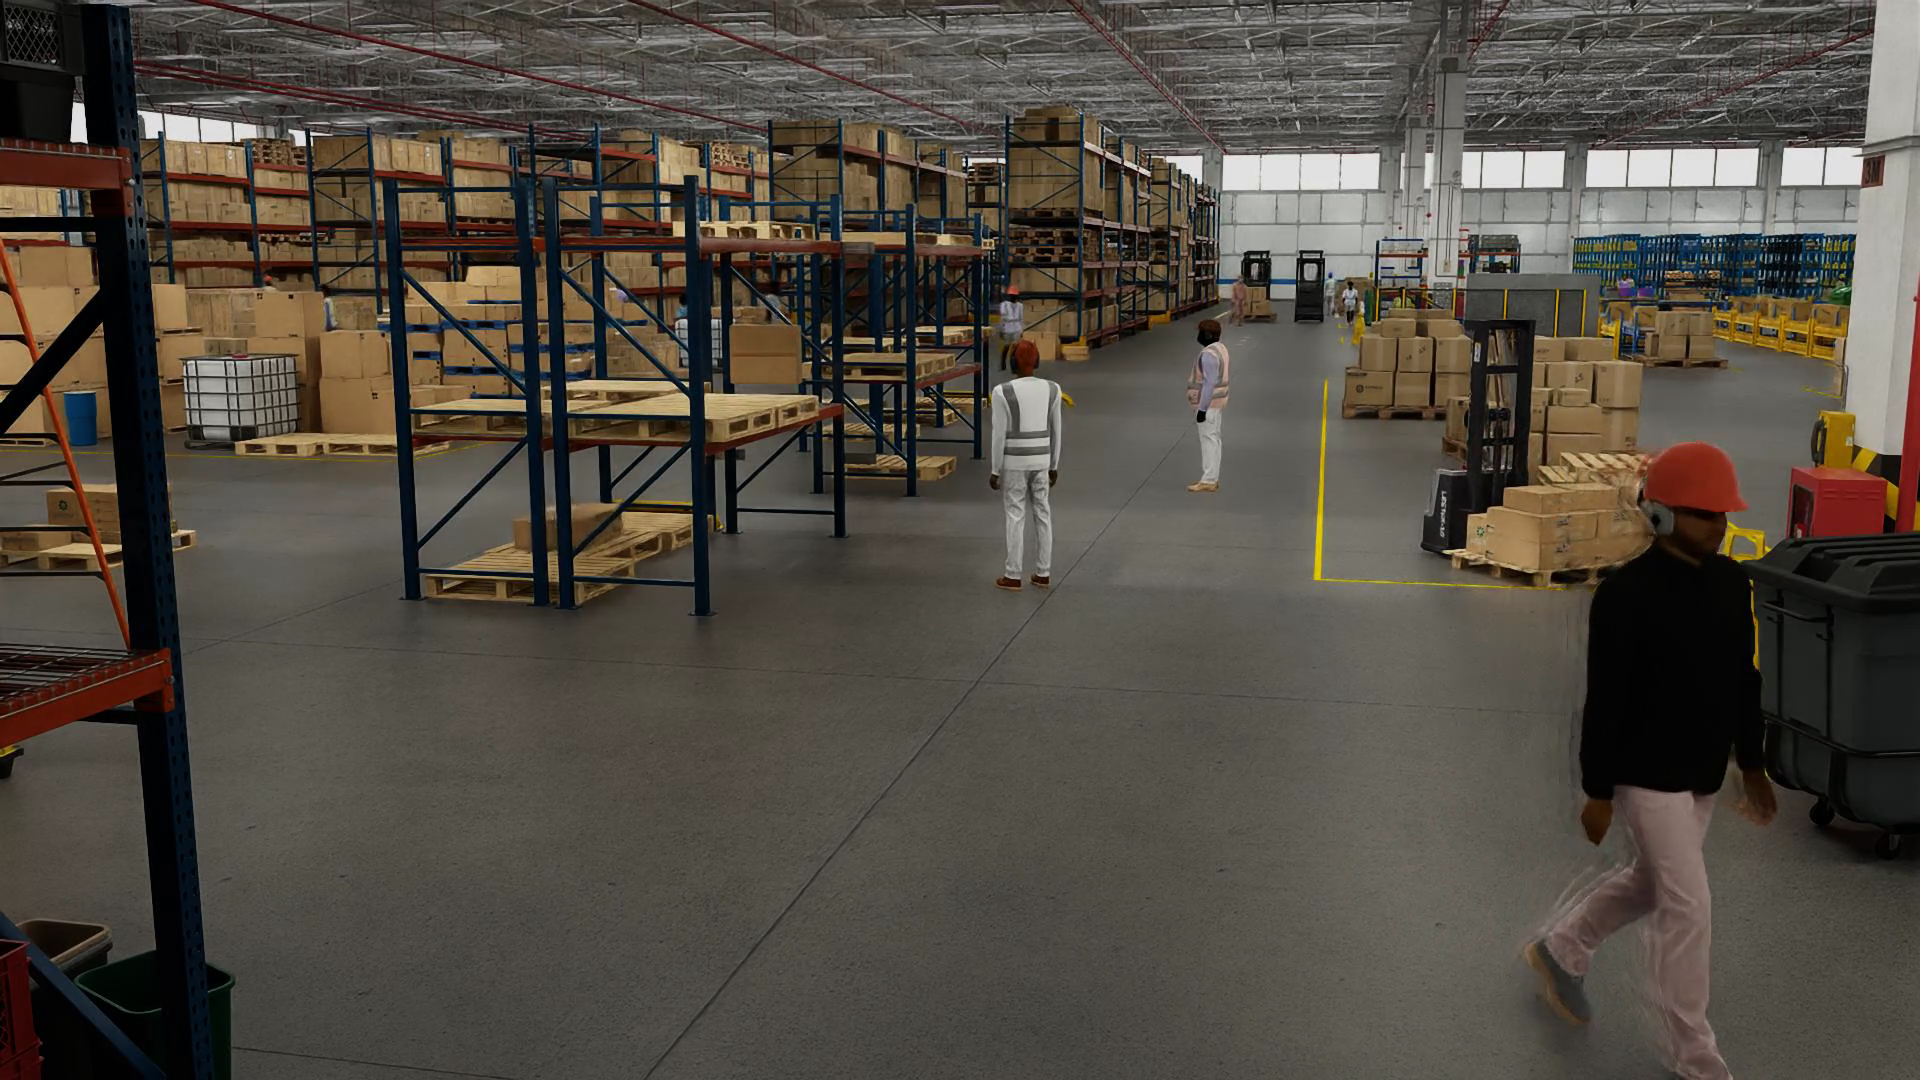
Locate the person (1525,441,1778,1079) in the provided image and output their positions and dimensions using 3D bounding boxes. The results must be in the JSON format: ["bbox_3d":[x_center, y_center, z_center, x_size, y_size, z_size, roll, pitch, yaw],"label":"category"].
[{"bbox_3d":[2.084,0.665,4.997,0.606,1.965,0.940,-6,11,-32],"label":"person"}]

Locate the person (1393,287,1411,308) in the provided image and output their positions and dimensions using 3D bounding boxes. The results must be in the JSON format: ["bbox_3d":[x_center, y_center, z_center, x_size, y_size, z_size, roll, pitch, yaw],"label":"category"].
[{"bbox_3d":[12.499,-6.320,47.130,0.533,1.697,0.318,6,11,33],"label":"person"}]

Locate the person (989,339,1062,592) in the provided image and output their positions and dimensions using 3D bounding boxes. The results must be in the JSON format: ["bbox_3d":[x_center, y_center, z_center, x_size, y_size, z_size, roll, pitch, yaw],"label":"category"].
[{"bbox_3d":[0.485,-0.552,12.422,0.574,1.884,0.356,-5,11,-25],"label":"person"}]

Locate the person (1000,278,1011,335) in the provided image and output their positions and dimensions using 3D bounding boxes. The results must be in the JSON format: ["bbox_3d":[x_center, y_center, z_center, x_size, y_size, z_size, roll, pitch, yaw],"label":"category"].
[{"bbox_3d":[1.549,-7.233,51.927,0.400,1.905,0.644,-8,12,-38],"label":"person"}]

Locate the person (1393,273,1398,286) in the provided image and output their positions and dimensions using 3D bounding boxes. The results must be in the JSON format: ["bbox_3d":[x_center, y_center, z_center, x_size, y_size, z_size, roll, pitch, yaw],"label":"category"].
[{"bbox_3d":[23.073,-13.282,88.252,0.485,1.734,0.346,-7,12,-35],"label":"person"}]

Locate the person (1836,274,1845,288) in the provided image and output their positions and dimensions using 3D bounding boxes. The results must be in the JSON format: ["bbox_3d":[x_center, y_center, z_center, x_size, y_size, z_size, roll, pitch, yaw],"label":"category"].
[{"bbox_3d":[39.358,-10.984,74.357,0.404,1.832,0.599,9,13,42],"label":"person"}]

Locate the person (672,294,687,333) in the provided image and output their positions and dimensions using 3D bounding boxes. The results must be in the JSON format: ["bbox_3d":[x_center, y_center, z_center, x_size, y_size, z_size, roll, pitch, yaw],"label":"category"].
[{"bbox_3d":[-6.626,-5.084,39.967,0.875,1.650,0.537,4,10,21],"label":"person"}]

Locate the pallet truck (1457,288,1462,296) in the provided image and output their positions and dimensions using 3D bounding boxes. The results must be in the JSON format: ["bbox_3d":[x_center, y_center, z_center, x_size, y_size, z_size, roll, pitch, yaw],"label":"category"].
[{"bbox_3d":[20.506,-9.785,68.819,0.653,1.274,1.630,2,10,12],"label":"pallet truck"}]

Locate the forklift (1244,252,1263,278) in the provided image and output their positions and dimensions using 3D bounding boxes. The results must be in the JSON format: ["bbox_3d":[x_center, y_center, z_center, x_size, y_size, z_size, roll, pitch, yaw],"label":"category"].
[{"bbox_3d":[14.374,-12.739,81.639,1.129,2.768,1.873,2,10,12],"label":"forklift"}]

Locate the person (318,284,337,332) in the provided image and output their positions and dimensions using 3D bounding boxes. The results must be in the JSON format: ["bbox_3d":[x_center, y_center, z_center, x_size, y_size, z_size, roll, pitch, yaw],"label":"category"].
[{"bbox_3d":[-14.561,-4.940,38.323,0.518,1.908,0.608,-3,10,-16],"label":"person"}]

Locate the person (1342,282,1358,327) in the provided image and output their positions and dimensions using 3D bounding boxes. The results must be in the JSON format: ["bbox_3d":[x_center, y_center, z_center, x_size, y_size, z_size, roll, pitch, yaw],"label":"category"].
[{"bbox_3d":[14.360,-8.683,61.258,0.542,1.652,0.881,3,10,16],"label":"person"}]

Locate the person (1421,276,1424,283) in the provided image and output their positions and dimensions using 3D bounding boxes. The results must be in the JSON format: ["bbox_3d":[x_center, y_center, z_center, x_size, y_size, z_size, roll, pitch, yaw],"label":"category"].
[{"bbox_3d":[20.490,-10.956,74.294,0.892,1.791,0.604,2,10,11],"label":"person"}]

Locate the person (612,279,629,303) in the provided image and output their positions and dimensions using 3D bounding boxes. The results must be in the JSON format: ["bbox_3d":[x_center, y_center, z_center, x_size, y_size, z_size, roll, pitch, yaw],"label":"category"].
[{"bbox_3d":[-9.173,-6.000,44.529,0.638,1.938,0.371,-2,10,-13],"label":"person"}]

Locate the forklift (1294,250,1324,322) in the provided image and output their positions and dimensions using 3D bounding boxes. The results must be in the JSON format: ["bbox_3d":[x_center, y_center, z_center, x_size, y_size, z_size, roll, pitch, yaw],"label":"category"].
[{"bbox_3d":[13.778,-10.002,65.433,1.129,2.768,1.873,2,10,12],"label":"forklift"}]

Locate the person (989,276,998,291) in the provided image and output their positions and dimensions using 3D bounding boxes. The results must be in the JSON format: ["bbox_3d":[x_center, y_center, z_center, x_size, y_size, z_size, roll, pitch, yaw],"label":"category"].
[{"bbox_3d":[1.842,-13.279,88.001,0.607,1.820,0.500,2,10,13],"label":"person"}]

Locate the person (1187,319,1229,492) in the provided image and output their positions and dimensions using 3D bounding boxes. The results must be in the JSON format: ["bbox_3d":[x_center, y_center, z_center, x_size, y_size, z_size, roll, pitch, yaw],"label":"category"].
[{"bbox_3d":[2.639,-1.429,17.744,0.429,1.844,0.627,3,10,18],"label":"person"}]

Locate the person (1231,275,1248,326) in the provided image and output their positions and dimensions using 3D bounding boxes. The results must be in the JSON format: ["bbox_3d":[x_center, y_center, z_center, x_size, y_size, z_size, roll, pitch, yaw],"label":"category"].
[{"bbox_3d":[10.318,-8.818,61.326,0.671,1.893,0.417,-4,10,-22],"label":"person"}]

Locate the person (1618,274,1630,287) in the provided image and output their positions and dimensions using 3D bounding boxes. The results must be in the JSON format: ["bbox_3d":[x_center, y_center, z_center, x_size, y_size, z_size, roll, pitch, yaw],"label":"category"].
[{"bbox_3d":[28.837,-10.642,72.307,0.567,1.836,0.391,-1,10,-8],"label":"person"}]

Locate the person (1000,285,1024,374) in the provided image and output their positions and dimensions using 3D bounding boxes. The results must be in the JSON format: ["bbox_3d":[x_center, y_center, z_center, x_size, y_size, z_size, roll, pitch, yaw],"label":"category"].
[{"bbox_3d":[1.110,-4.554,36.015,0.567,1.922,0.638,-3,10,-15],"label":"person"}]

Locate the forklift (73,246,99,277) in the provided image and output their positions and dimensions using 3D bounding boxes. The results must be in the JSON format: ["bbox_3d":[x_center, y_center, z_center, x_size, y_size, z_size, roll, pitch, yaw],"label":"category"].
[{"bbox_3d":[-23.203,-6.445,44.373,1.873,2.768,1.129,-1,10,-9],"label":"forklift"}]

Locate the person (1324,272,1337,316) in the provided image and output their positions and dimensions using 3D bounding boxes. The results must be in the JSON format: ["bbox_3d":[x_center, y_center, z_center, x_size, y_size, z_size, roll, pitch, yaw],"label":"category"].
[{"bbox_3d":[16.167,-10.743,72.597,0.618,1.932,0.544,0,10,-2],"label":"person"}]

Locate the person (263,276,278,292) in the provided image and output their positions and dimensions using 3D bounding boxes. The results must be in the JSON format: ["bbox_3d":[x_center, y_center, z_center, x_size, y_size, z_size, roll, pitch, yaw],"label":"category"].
[{"bbox_3d":[-20.935,-7.009,50.396,0.628,1.971,0.677,3,10,15],"label":"person"}]

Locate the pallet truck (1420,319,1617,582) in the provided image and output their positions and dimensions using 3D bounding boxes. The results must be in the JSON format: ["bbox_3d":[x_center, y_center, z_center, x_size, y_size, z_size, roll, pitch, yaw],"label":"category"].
[{"bbox_3d":[4.543,-0.757,13.299,0.823,1.965,1.885,-4,10,-22],"label":"pallet truck"}]

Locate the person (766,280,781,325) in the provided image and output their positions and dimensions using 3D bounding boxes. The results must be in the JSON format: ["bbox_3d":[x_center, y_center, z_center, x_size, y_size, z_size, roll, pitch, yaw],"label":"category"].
[{"bbox_3d":[-4.673,-5.525,41.657,0.476,1.949,0.635,3,10,15],"label":"person"}]

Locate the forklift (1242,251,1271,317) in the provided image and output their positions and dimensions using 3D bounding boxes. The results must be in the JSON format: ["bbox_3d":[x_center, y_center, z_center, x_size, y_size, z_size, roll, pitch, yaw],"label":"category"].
[{"bbox_3d":[12.222,-10.495,68.356,1.129,2.768,1.873,2,10,12],"label":"forklift"}]
